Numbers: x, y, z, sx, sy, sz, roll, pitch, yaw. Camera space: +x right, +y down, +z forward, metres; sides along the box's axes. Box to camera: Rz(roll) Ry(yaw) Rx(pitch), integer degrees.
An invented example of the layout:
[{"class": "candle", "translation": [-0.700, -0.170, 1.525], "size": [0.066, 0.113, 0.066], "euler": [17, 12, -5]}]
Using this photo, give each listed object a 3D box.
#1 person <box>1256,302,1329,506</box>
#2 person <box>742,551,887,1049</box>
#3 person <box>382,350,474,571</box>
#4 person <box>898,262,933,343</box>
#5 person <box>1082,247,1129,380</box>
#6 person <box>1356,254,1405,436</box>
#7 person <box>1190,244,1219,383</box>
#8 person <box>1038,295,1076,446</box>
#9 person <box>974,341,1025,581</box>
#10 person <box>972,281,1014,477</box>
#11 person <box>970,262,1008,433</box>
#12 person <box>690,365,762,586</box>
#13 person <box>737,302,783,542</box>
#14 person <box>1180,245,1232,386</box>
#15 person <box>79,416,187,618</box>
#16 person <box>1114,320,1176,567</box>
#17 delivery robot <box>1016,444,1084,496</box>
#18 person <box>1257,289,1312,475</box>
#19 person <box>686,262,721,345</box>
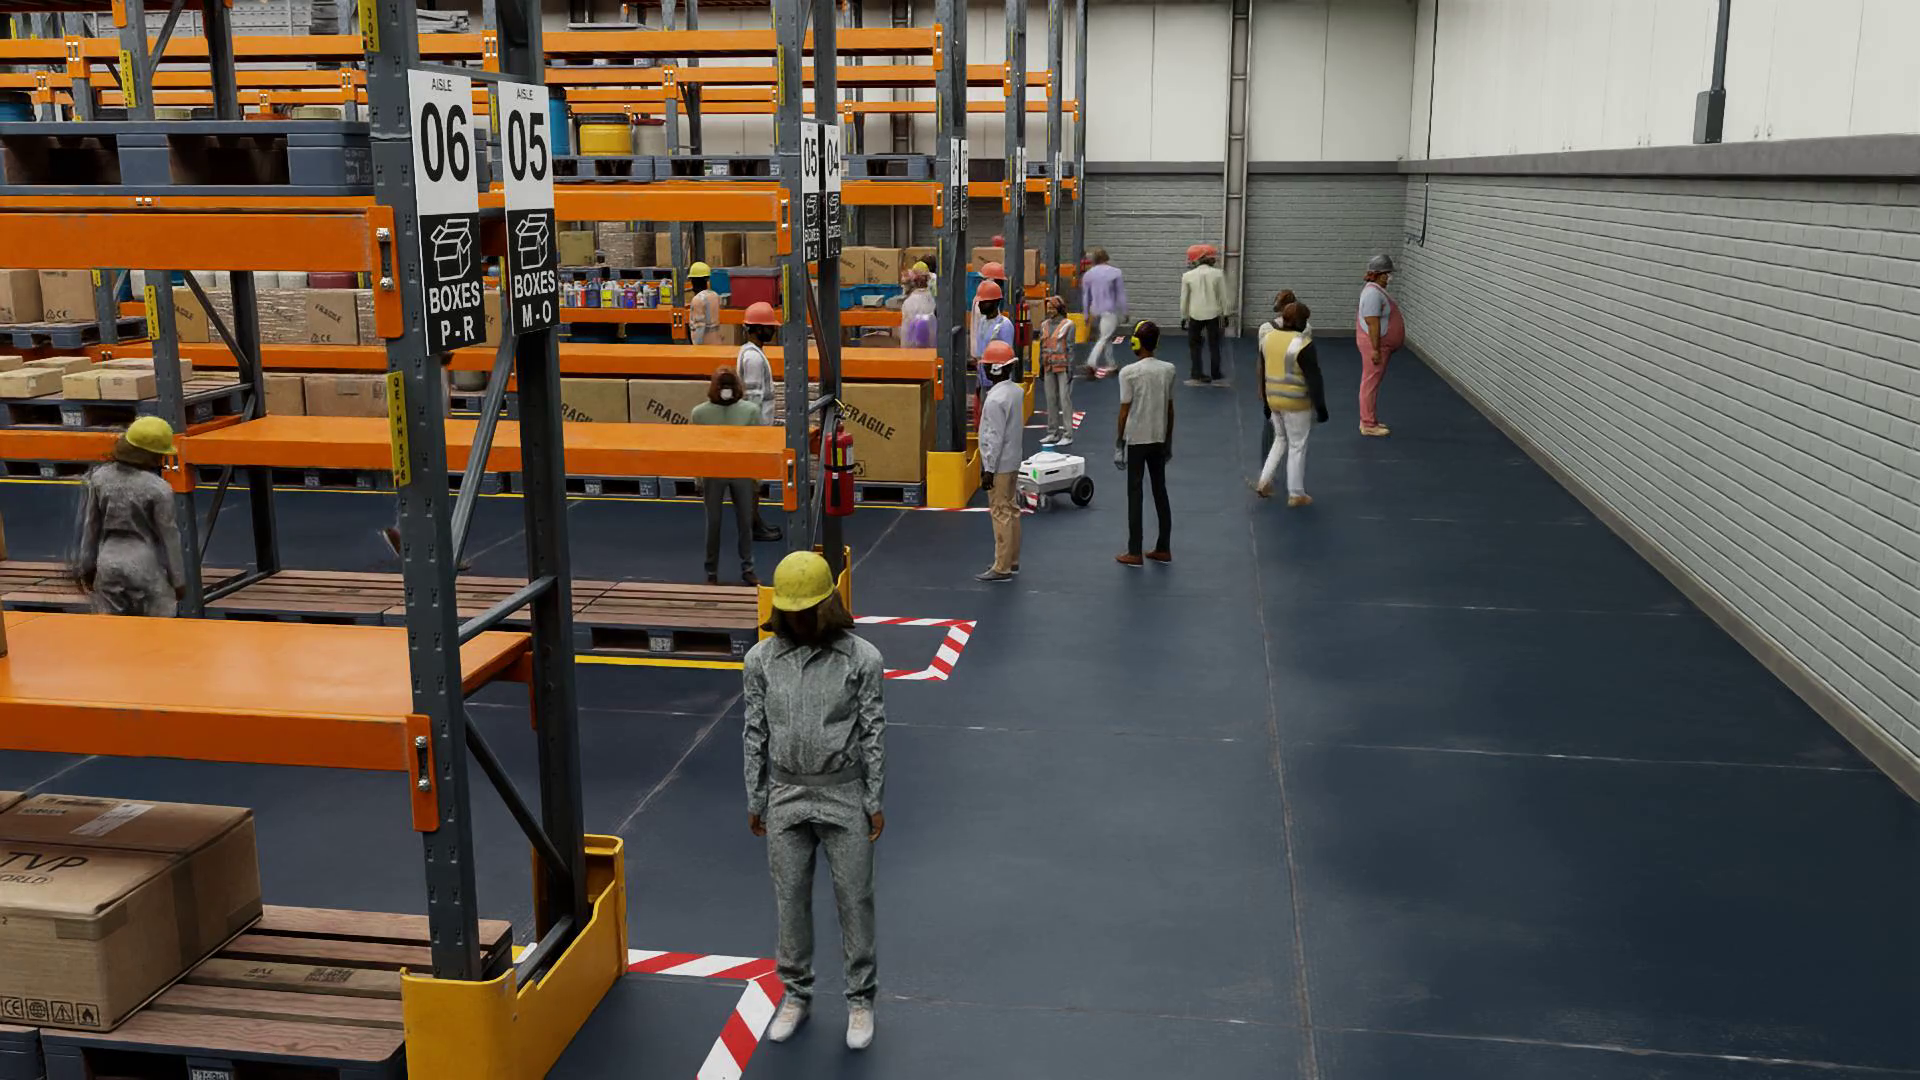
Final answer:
[{"class": "person", "translation": [2.949, -1.201, 14.781], "size": [0.465, 1.828, 0.636], "euler": [-6, 14, -27]}, {"class": "person", "translation": [-0.493, 0.877, 5.622], "size": [0.491, 1.733, 0.317], "euler": [1, 13, 6]}, {"class": "person", "translation": [-4.007, -0.669, 12.364], "size": [0.633, 1.839, 0.580], "euler": [1, 13, 3]}, {"class": "person", "translation": [-0.497, -2.615, 21.149], "size": [0.590, 1.833, 0.404], "euler": [1, 13, 5]}, {"class": "person", "translation": [2.020, -3.263, 23.971], "size": [0.652, 1.883, 0.985], "euler": [10, 16, 39]}, {"class": "person", "translation": [4.770, -2.219, 18.891], "size": [0.537, 2.000, 0.680], "euler": [2, 13, 11]}, {"class": "person", "translation": [3.462, -3.212, 23.604], "size": [0.375, 1.939, 0.546], "euler": [1, 13, 4]}, {"class": "person", "translation": [1.064, -1.849, 18.155], "size": [0.312, 1.632, 0.526], "euler": [-11, 17, -42]}, {"class": "person", "translation": [0.282, -0.574, 12.115], "size": [0.326, 1.751, 0.559], "euler": [4, 13, 17]}, {"class": "person", "translation": [0.298, -1.529, 16.042], "size": [0.392, 1.929, 0.545], "euler": [-7, 15, -30]}, {"class": "person", "translation": [0.318, -2.063, 18.327], "size": [0.410, 1.979, 0.629], "euler": [-2, 13, -10]}, {"class": "person", "translation": [-1.660, -0.443, 11.839], "size": [0.506, 1.618, 0.333], "euler": [-4, 13, -17]}, {"class": "person", "translation": [-1.612, -0.951, 13.428], "size": [0.380, 1.931, 0.545], "euler": [-2, 13, -8]}, {"class": "person", "translation": [3.443, -3.101, 23.098], "size": [0.779, 1.959, 0.362], "euler": [-1, 13, -2]}, {"class": "person", "translation": [-4.402, 0.185, 8.820], "size": [0.638, 1.696, 0.335], "euler": [2, 13, 9]}, {"class": "person", "translation": [1.397, -0.725, 12.570], "size": [0.514, 1.861, 0.326], "euler": [-6, 14, -26]}, {"class": "delivery robot", "translation": [0.779, -0.609, 14.791], "size": [0.707, 0.478, 0.477], "euler": [-12, 17, -43]}, {"class": "person", "translation": [3.141, -1.509, 16.161], "size": [0.508, 1.838, 0.338], "euler": [3, 13, 15]}, {"class": "person", "translation": [-2.971, -2.244, 19.259], "size": [0.374, 1.925, 0.595], "euler": [3, 13, 12]}]
